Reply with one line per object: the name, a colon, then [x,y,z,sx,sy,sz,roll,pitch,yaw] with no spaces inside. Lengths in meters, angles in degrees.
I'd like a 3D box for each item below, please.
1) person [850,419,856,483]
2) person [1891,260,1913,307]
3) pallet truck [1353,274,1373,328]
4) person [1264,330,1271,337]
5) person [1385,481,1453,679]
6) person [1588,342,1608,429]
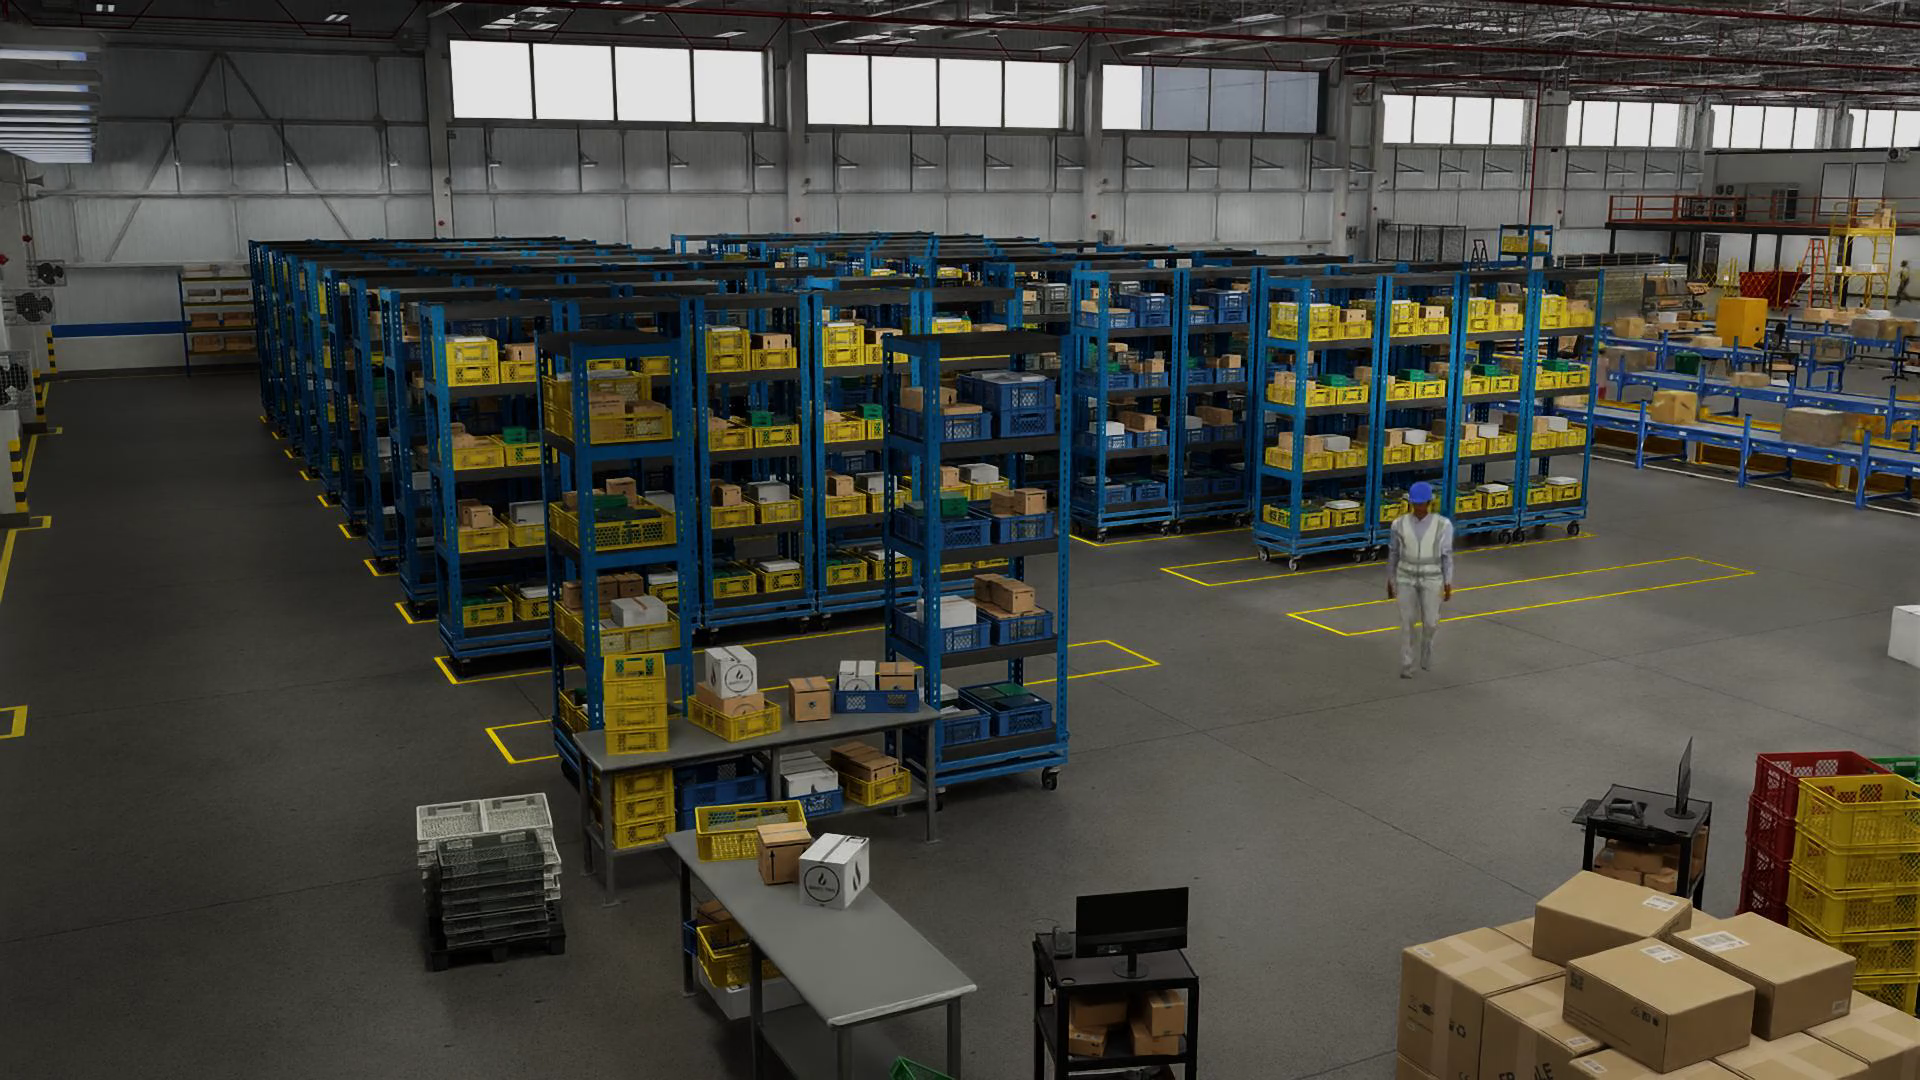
person: [-1.566,-1.341,24.286,0.604,1.818,0.431,-6,13,-25]
person: [36.682,-9.964,64.609,0.608,1.819,0.538,6,14,27]
pallet truck: [13.011,-8.050,55.243,0.823,1.965,1.885,-7,14,-28]
person: [7.850,-5.404,43.092,0.637,1.904,0.403,7,14,31]
person: [4.395,0.382,15.958,0.638,1.930,0.439,5,13,22]
person: [12.159,-2.896,31.754,0.530,1.770,0.489,-10,16,-39]
